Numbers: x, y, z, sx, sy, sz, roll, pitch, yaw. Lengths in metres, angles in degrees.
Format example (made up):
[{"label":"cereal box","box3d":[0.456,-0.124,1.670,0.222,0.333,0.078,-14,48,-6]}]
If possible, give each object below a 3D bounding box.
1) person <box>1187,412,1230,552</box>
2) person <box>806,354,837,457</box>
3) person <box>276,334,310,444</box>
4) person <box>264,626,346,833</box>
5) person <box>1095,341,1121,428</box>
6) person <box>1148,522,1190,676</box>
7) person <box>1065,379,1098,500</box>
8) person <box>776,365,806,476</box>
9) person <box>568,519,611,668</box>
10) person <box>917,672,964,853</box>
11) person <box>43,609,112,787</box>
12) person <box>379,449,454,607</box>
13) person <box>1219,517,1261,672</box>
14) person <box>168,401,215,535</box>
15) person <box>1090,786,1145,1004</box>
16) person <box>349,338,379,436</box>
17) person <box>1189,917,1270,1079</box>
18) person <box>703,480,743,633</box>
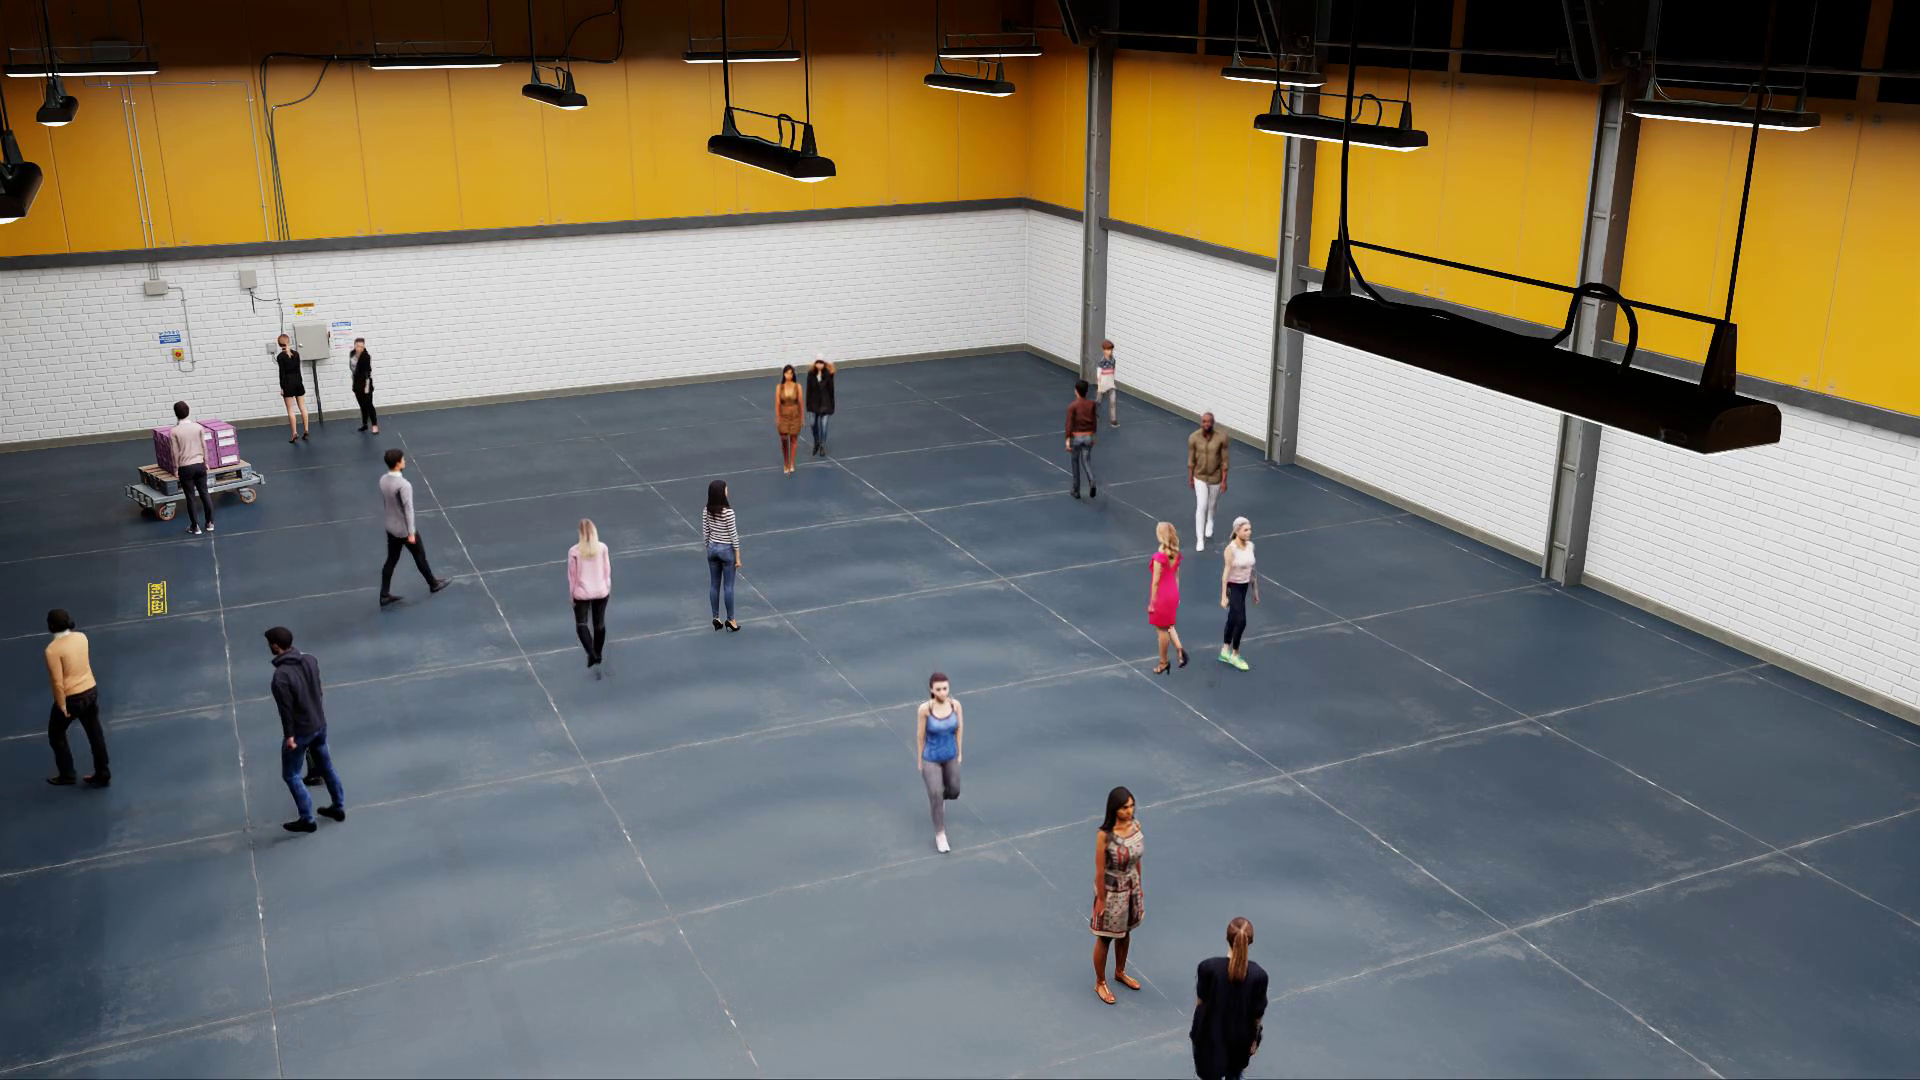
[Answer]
[{"label":"person","box3d":[3.285,-0.819,21.932,1.110,1.798,1.284,3,19,8]},{"label":"person","box3d":[-2.189,-2.134,26.103,0.738,1.627,0.748,1,19,2]},{"label":"person","box3d":[-10.787,-2.453,26.831,0.680,1.767,0.652,12,22,31]},{"label":"person","box3d":[-5.714,1.649,14.495,0.896,1.866,0.834,6,20,17]},{"label":"person","box3d":[2.416,-2.631,27.923,0.536,1.408,0.965,-9,21,-26]},{"label":"person","box3d":[2.258,0.644,17.709,0.840,1.719,0.739,14,23,36]},{"label":"person","box3d":[1.774,-1.401,23.705,0.680,1.769,0.885,-7,20,-21]},{"label":"person","box3d":[-2.575,-1.841,25.157,0.679,1.676,0.722,-3,19,-8]},{"label":"person","box3d":[-3.978,0.593,17.924,0.621,1.678,0.844,-7,20,-21]},{"label":"person","box3d":[-0.186,1.861,14.295,0.624,1.593,0.894,-6,19,-16]},{"label":"person","box3d":[-8.049,1.465,15.245,0.964,1.736,0.903,7,20,20]},{"label":"person","box3d":[-6.705,-0.108,19.708,1.293,1.869,1.202,13,23,34]},{"label":"person","box3d":[2.932,0.540,18.060,0.724,1.692,0.782,-17,25,-40]},{"label":"person","box3d":[-10.362,-0.984,22.405,0.687,1.808,0.662,-17,25,-41]},{"label":"person","box3d":[1.151,2.554,12.153,0.699,1.645,0.617,-15,23,-37]},{"label":"person","box3d":[-9.831,-2.550,27.328,0.854,1.633,0.713,-17,25,-42]},{"label":"person","box3d":[1.656,3.150,10.362,0.987,1.659,1.162,2,19,7]},{"label":"person","box3d":[-2.720,0.182,18.961,0.609,1.797,0.700,9,21,26]}]
